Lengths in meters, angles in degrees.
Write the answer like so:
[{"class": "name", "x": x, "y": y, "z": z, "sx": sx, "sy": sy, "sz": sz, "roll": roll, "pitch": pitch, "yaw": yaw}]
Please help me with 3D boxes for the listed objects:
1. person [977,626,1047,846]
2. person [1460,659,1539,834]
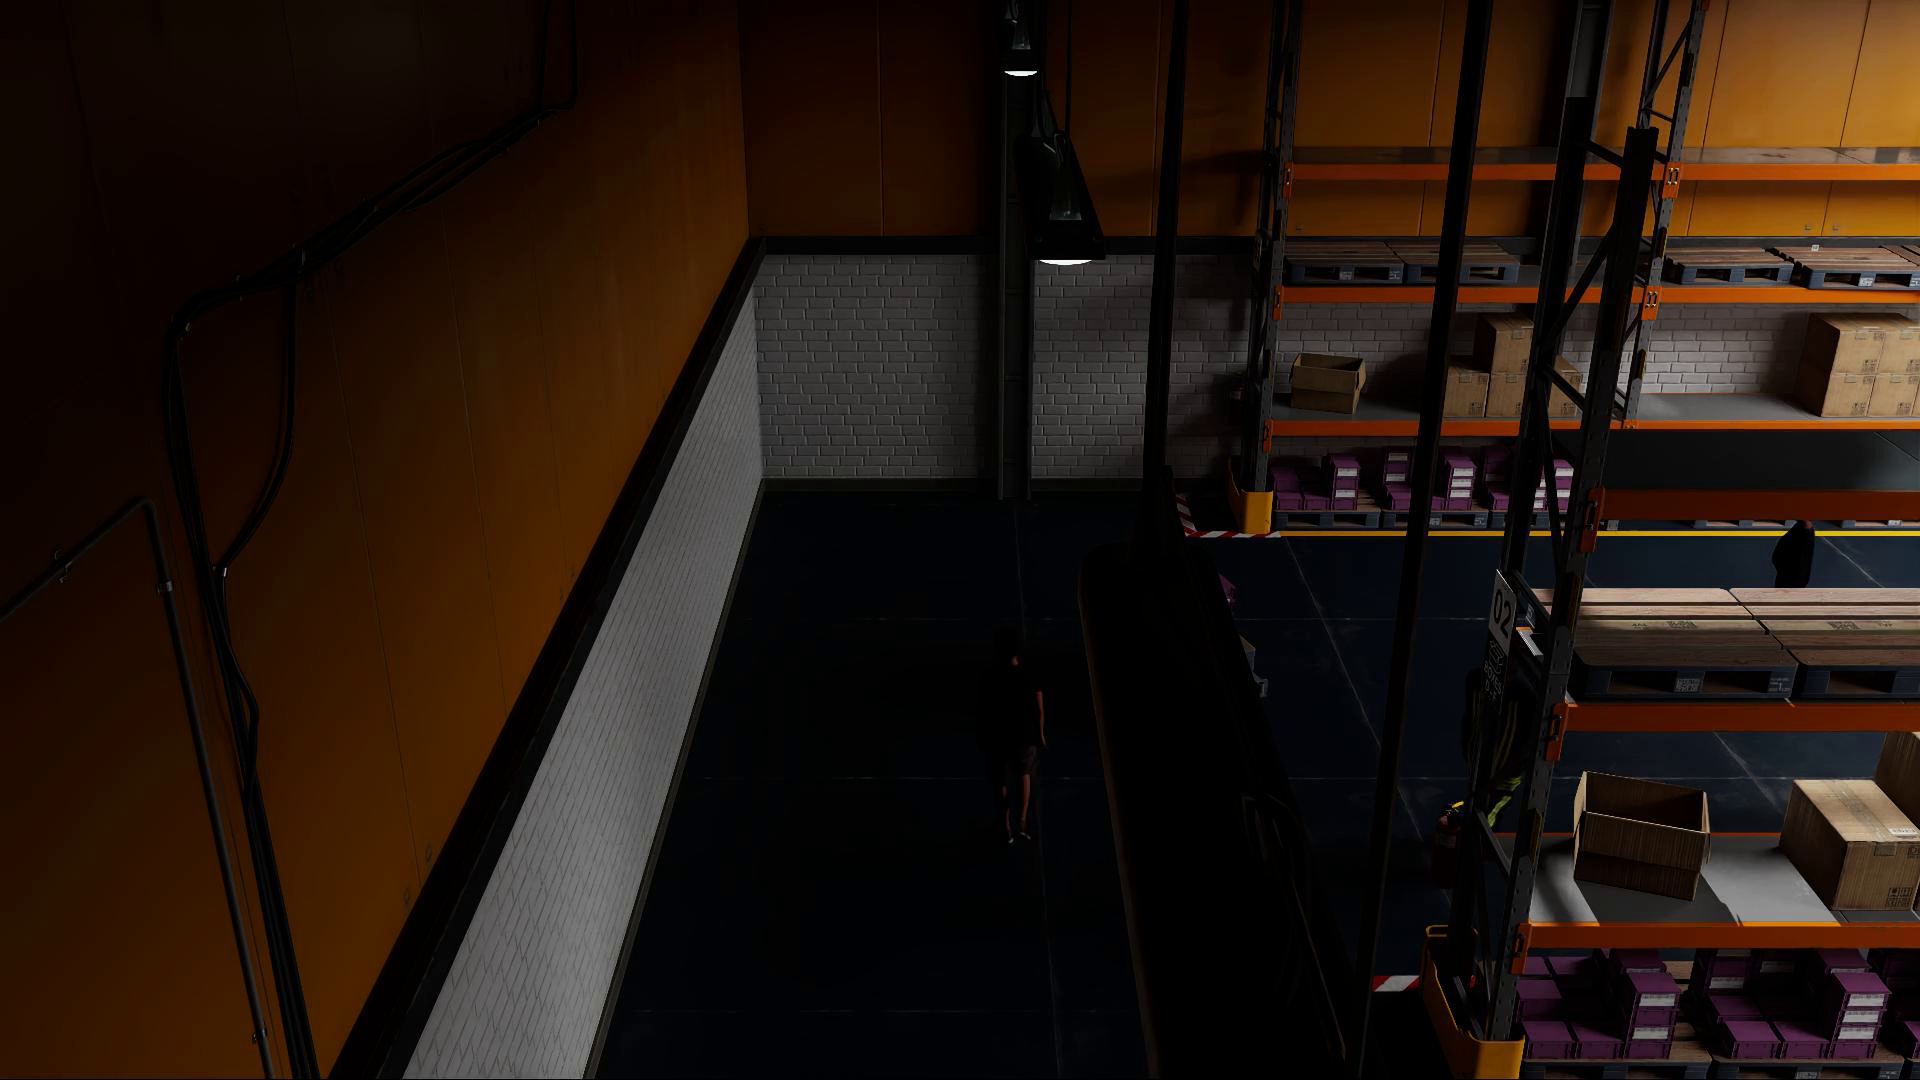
[{"class": "person", "x": 0.393, "y": 1.539, "z": 12.636, "sx": 0.760, "sy": 1.856, "sz": 0.806, "roll": -3, "pitch": 24, "yaw": -6}, {"class": "person", "x": 4.044, "y": 1.585, "z": 12.597, "sx": 1.237, "sy": 1.804, "sz": 1.159, "roll": -21, "pitch": 31, "yaw": -39}]
